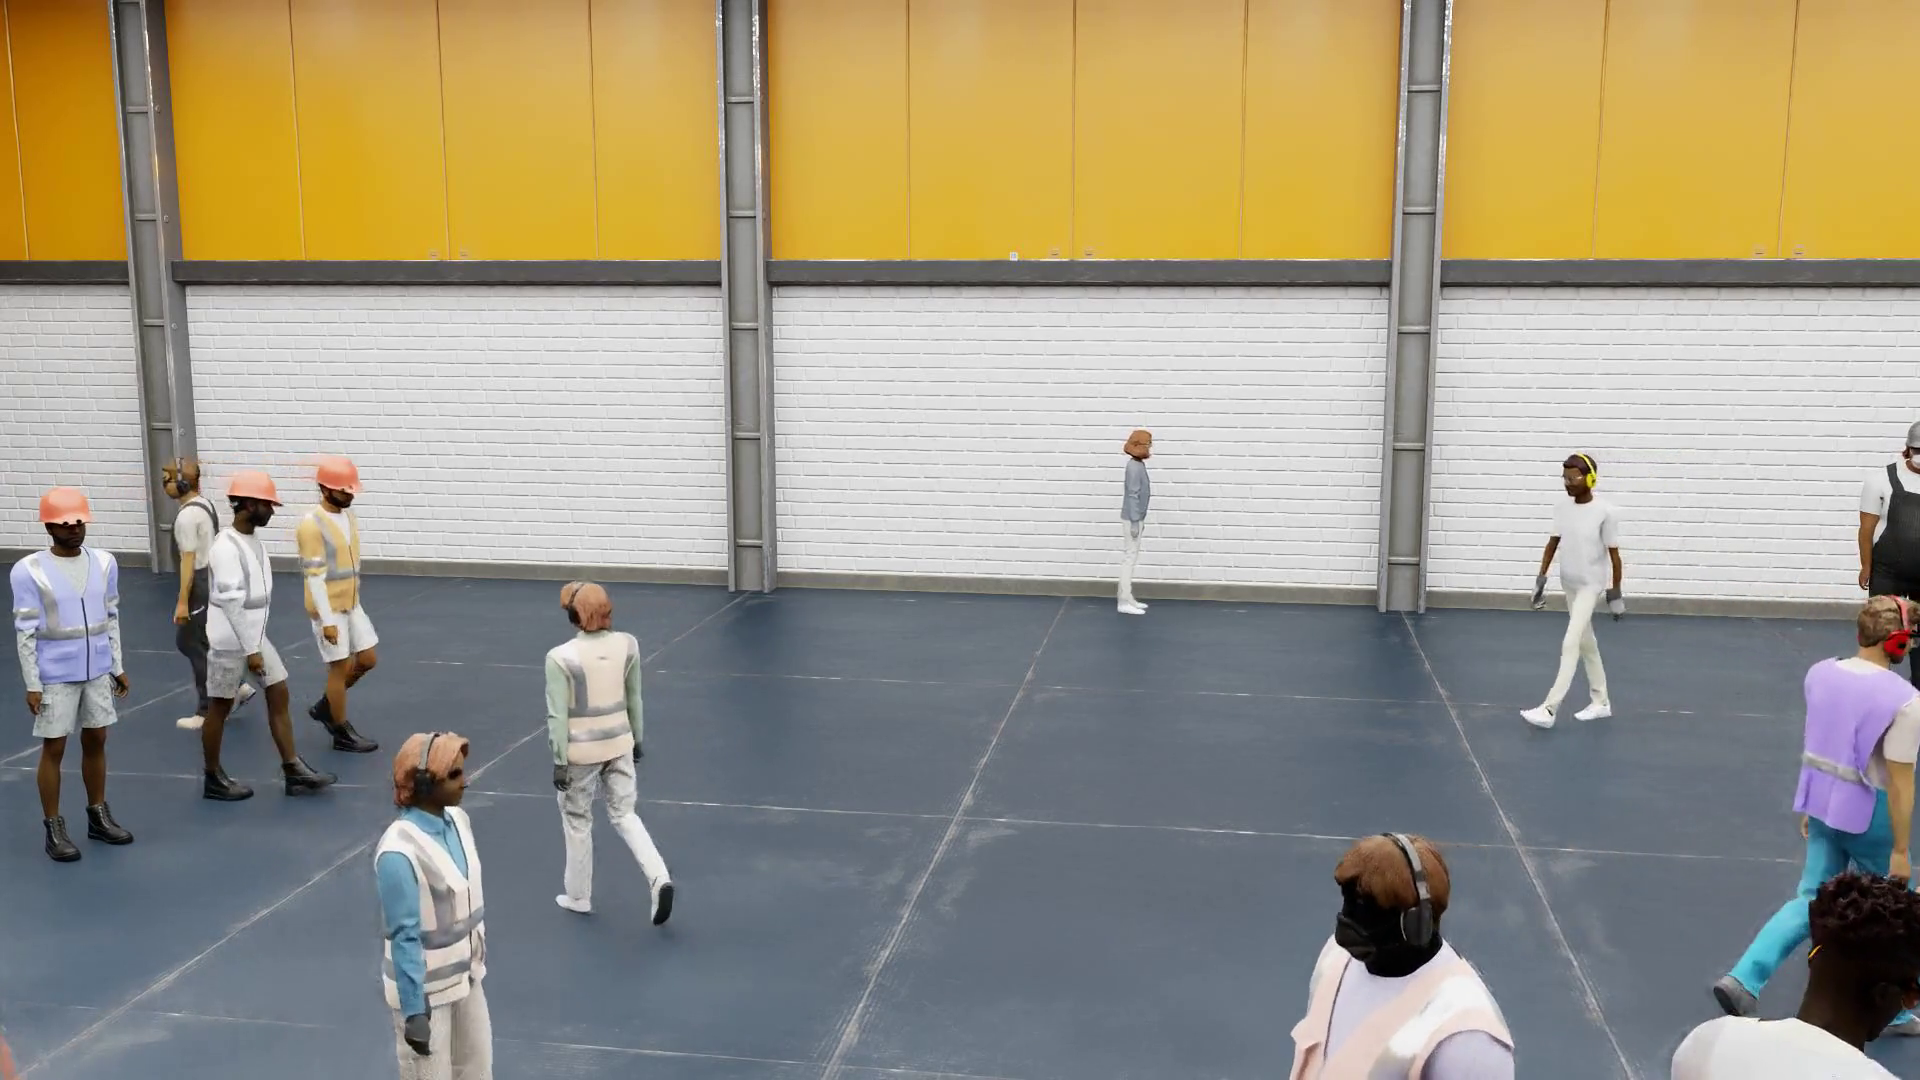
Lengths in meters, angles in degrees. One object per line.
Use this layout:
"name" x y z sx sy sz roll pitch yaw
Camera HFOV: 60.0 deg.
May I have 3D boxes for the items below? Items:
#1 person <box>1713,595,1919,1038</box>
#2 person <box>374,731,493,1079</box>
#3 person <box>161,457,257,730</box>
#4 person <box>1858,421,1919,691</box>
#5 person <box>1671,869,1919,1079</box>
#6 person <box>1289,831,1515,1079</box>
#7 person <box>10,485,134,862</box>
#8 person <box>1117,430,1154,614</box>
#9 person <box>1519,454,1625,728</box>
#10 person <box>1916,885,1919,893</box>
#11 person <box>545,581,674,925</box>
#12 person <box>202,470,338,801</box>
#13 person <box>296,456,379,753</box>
"person" 3.433 1.100 6.480 0.882 1.803 0.572 -2 9 -14
"person" -1.673 1.389 5.188 0.587 1.621 0.528 1 9 9
"person" -5.010 0.359 10.939 0.422 1.829 0.501 -2 10 -15
"person" 6.569 0.170 11.446 0.687 2.000 0.534 2 10 15
"person" 1.685 1.577 3.219 1.023 1.890 0.680 -4 10 -25
"person" 0.923 1.530 3.692 0.445 1.842 0.640 -2 9 -13
"person" -4.585 0.676 8.639 0.377 1.938 0.547 6 11 32
"person" 1.562 -0.160 14.785 0.316 1.623 0.516 2 9 10
"person" 4.054 0.346 11.049 0.935 1.811 0.495 -4 10 -23
"person" 4.731 0.942 7.309 0.995 1.850 0.641 5 10 26
"person" -1.636 0.991 7.680 0.691 1.618 0.527 9 13 44
"person" -3.979 0.564 9.458 0.862 1.891 0.594 0 9 3
"person" -3.882 0.414 10.381 0.518 1.901 0.600 2 9 14
